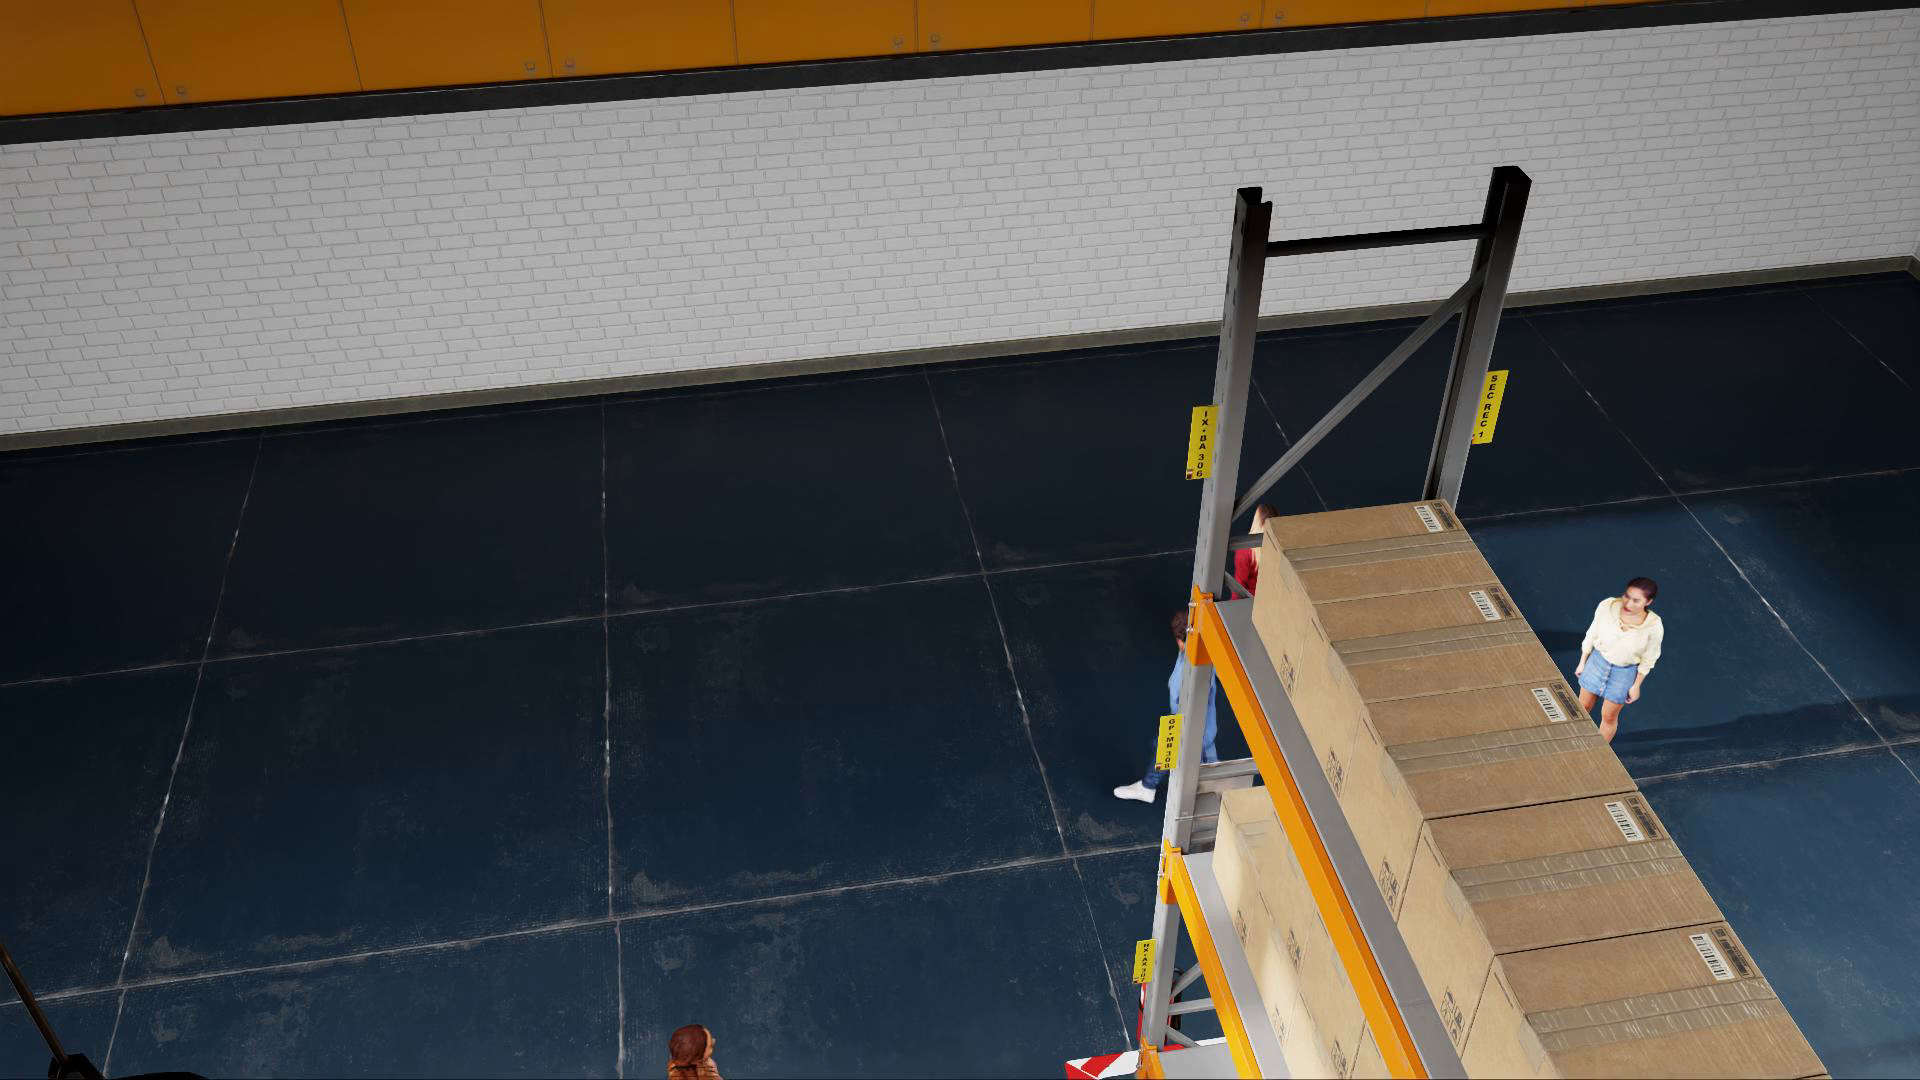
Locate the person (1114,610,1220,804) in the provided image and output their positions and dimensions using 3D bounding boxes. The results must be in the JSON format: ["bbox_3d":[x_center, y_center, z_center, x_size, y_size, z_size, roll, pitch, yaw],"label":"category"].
[{"bbox_3d":[1.603,1.191,10.790,0.967,1.770,1.196,5,39,6],"label":"person"}]

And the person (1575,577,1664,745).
[{"bbox_3d":[4.424,0.888,11.281,0.703,1.632,0.785,28,47,31],"label":"person"}]

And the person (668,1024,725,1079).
[{"bbox_3d":[-1.402,3.057,8.420,0.859,1.813,0.903,-22,44,-25],"label":"person"}]

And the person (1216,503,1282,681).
[{"bbox_3d":[2.121,0.403,11.885,0.635,1.635,0.585,-13,40,-15],"label":"person"}]
